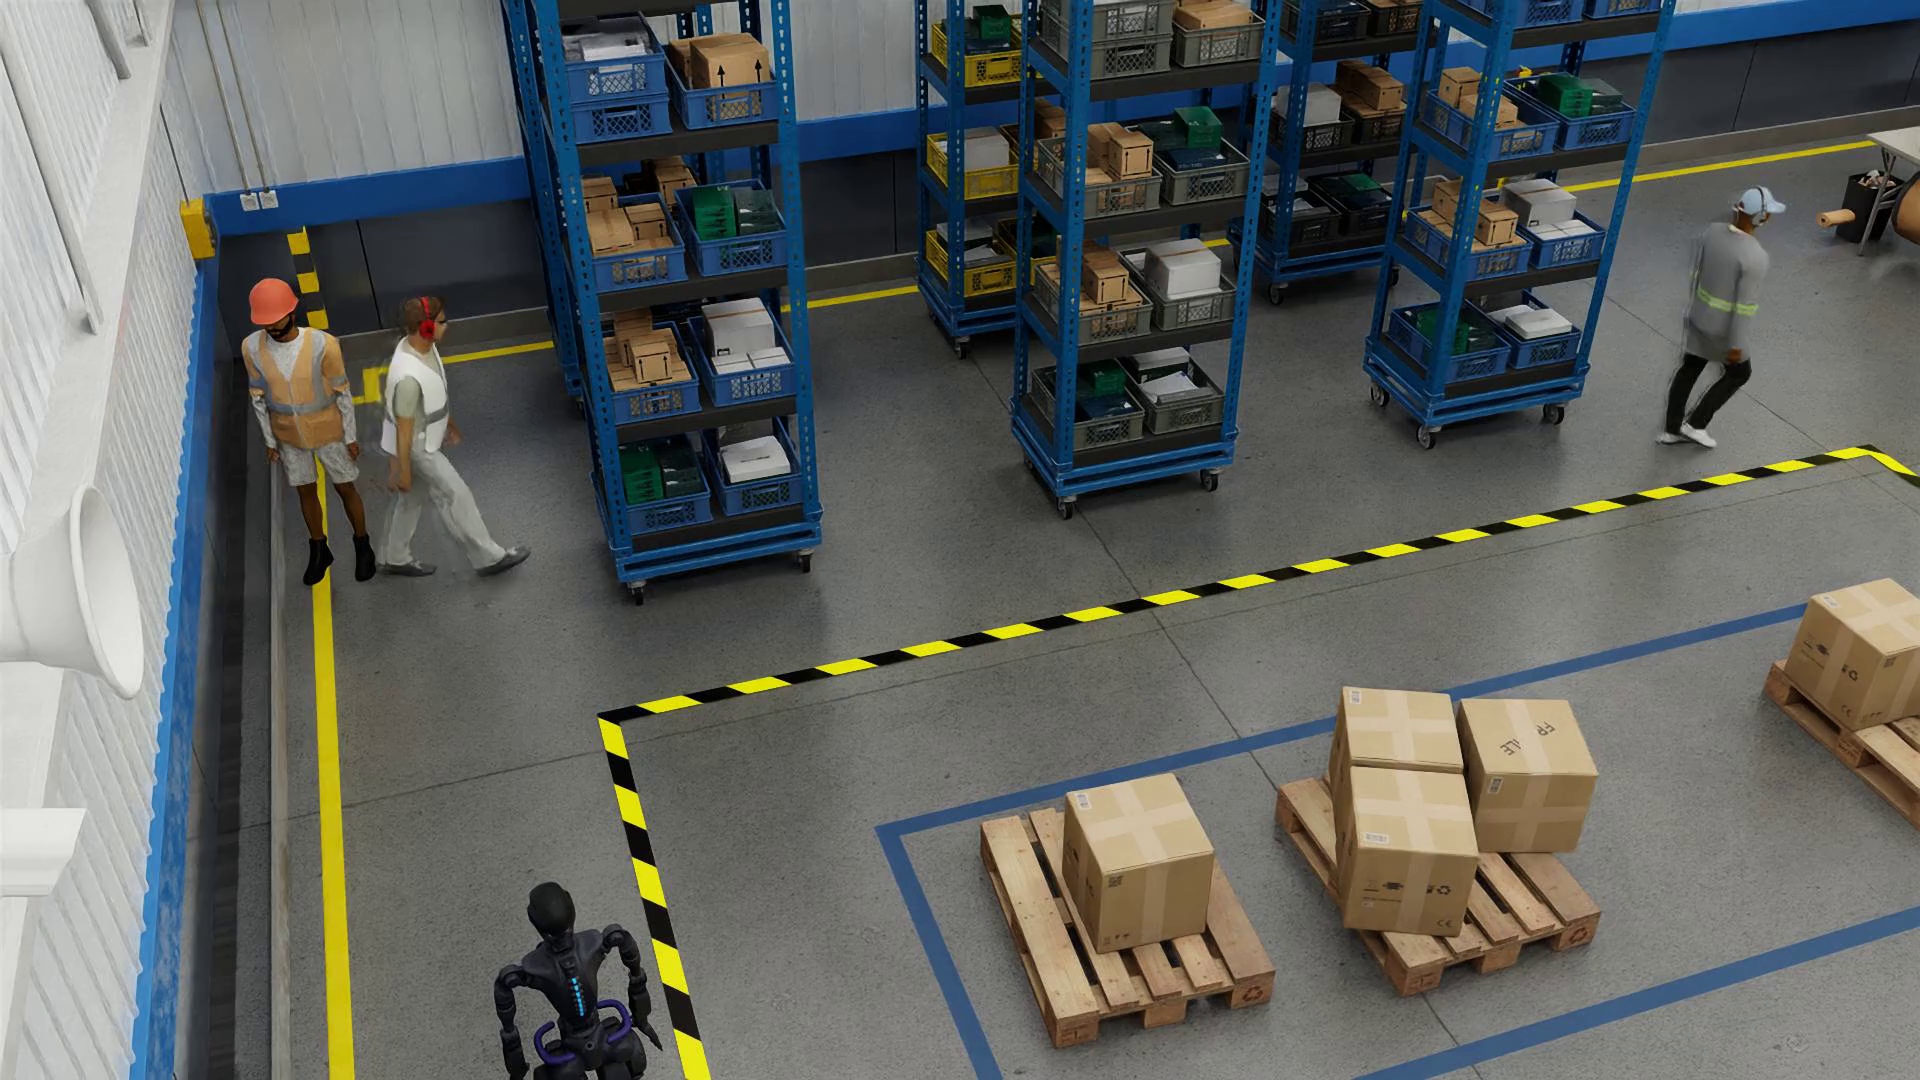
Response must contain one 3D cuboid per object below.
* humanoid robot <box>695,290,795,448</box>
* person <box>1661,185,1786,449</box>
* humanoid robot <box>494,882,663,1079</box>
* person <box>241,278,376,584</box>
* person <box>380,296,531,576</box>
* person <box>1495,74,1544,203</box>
[{"bbox_3d":[-1.424,-1.263,10.640,0.641,1.637,0.599,-7,36,-10],"label":"humanoid robot"},{"bbox_3d":[4.910,-1.406,10.685,0.462,1.836,0.620,-8,36,-11],"label":"person"},{"bbox_3d":[-1.394,1.892,6.136,0.599,1.659,0.315,-18,39,-23],"label":"humanoid robot"},{"bbox_3d":[-3.706,-0.606,9.468,0.546,1.937,0.356,-3,35,-4],"label":"person"},{"bbox_3d":[-3.011,-0.543,9.499,0.947,1.789,0.595,-8,36,-11],"label":"person"},{"bbox_3d":[4.124,-2.536,12.285,0.505,1.858,0.521,0,35,0],"label":"person"}]
